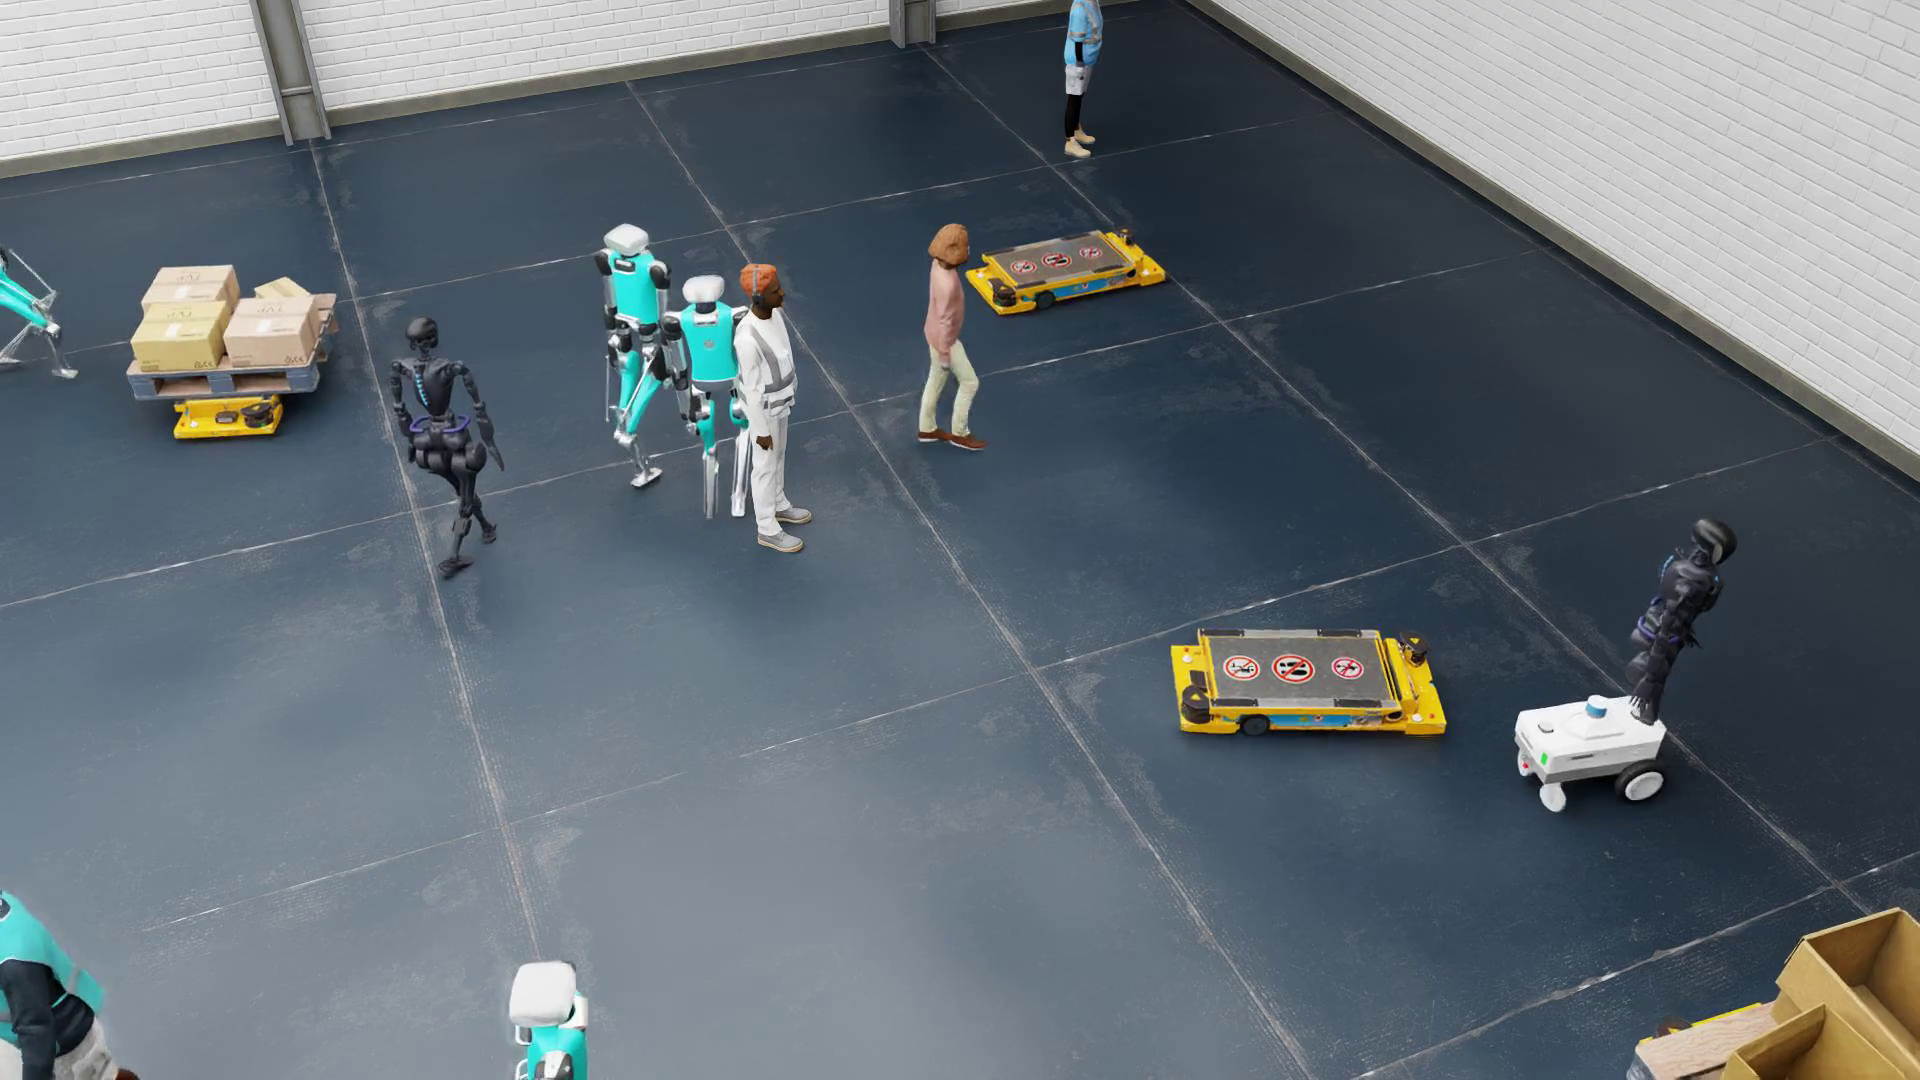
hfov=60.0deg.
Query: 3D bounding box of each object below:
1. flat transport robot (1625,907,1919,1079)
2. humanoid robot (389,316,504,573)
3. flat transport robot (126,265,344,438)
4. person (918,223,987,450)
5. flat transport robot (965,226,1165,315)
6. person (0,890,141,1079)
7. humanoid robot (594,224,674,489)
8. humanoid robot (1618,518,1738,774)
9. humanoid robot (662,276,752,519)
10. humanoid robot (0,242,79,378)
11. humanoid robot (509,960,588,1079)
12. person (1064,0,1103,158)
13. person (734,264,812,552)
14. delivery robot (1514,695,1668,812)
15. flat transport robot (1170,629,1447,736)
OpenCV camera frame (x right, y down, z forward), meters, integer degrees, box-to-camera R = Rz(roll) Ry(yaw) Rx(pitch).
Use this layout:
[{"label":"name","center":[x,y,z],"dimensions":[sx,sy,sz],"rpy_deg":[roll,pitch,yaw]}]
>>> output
[{"label":"flat transport robot","center":[3.566,2.562,6.938],"dimensions":[0.659,0.231,1.431],"rpy_deg":[-12,39,-15]},{"label":"humanoid robot","center":[-3.044,-0.578,9.905],"dimensions":[0.610,1.626,0.626],"rpy_deg":[4,38,6]},{"label":"flat transport robot","center":[-5.065,-1.192,11.826],"dimensions":[0.659,0.231,1.431],"rpy_deg":[-3,38,-4]},{"label":"person","center":[-0.019,-1.316,10.870],"dimensions":[0.592,1.608,0.525],"rpy_deg":[-3,38,-4]},{"label":"flat transport robot","center":[0.825,-2.111,13.021],"dimensions":[1.431,0.231,0.659],"rpy_deg":[-14,40,-18]},{"label":"person","center":[-3.600,1.890,6.478],"dimensions":[0.545,1.888,0.710],"rpy_deg":[16,40,20]},{"label":"humanoid robot","center":[-2.104,-1.043,10.446],"dimensions":[0.553,1.805,0.732],"rpy_deg":[18,41,22]},{"label":"humanoid robot","center":[3.568,0.534,8.425],"dimensions":[0.345,1.647,0.613],"rpy_deg":[26,44,29]},{"label":"humanoid robot","center":[-1.467,-0.872,10.251],"dimensions":[0.550,1.859,0.699],"rpy_deg":[-2,38,-3]},{"label":"humanoid robot","center":[-6.587,-1.858,11.492],"dimensions":[0.851,1.755,0.546],"rpy_deg":[-6,38,-8]},{"label":"humanoid robot","center":[-1.717,2.238,6.211],"dimensions":[1.044,1.775,0.531],"rpy_deg":[-6,38,-7]},{"label":"person","center":[1.080,-4.230,14.604],"dimensions":[0.322,1.698,0.534],"rpy_deg":[9,39,12]},{"label":"person","center":[-1.132,-0.800,9.991],"dimensions":[0.357,1.884,0.573],"rpy_deg":[5,38,7]},{"label":"delivery robot","center":[3.295,1.070,8.661],"dimensions":[0.784,0.612,0.524],"rpy_deg":[-7,38,-9]},{"label":"flat transport robot","center":[1.920,0.790,9.245],"dimensions":[1.431,0.231,0.659],"rpy_deg":[0,38,0]}]
